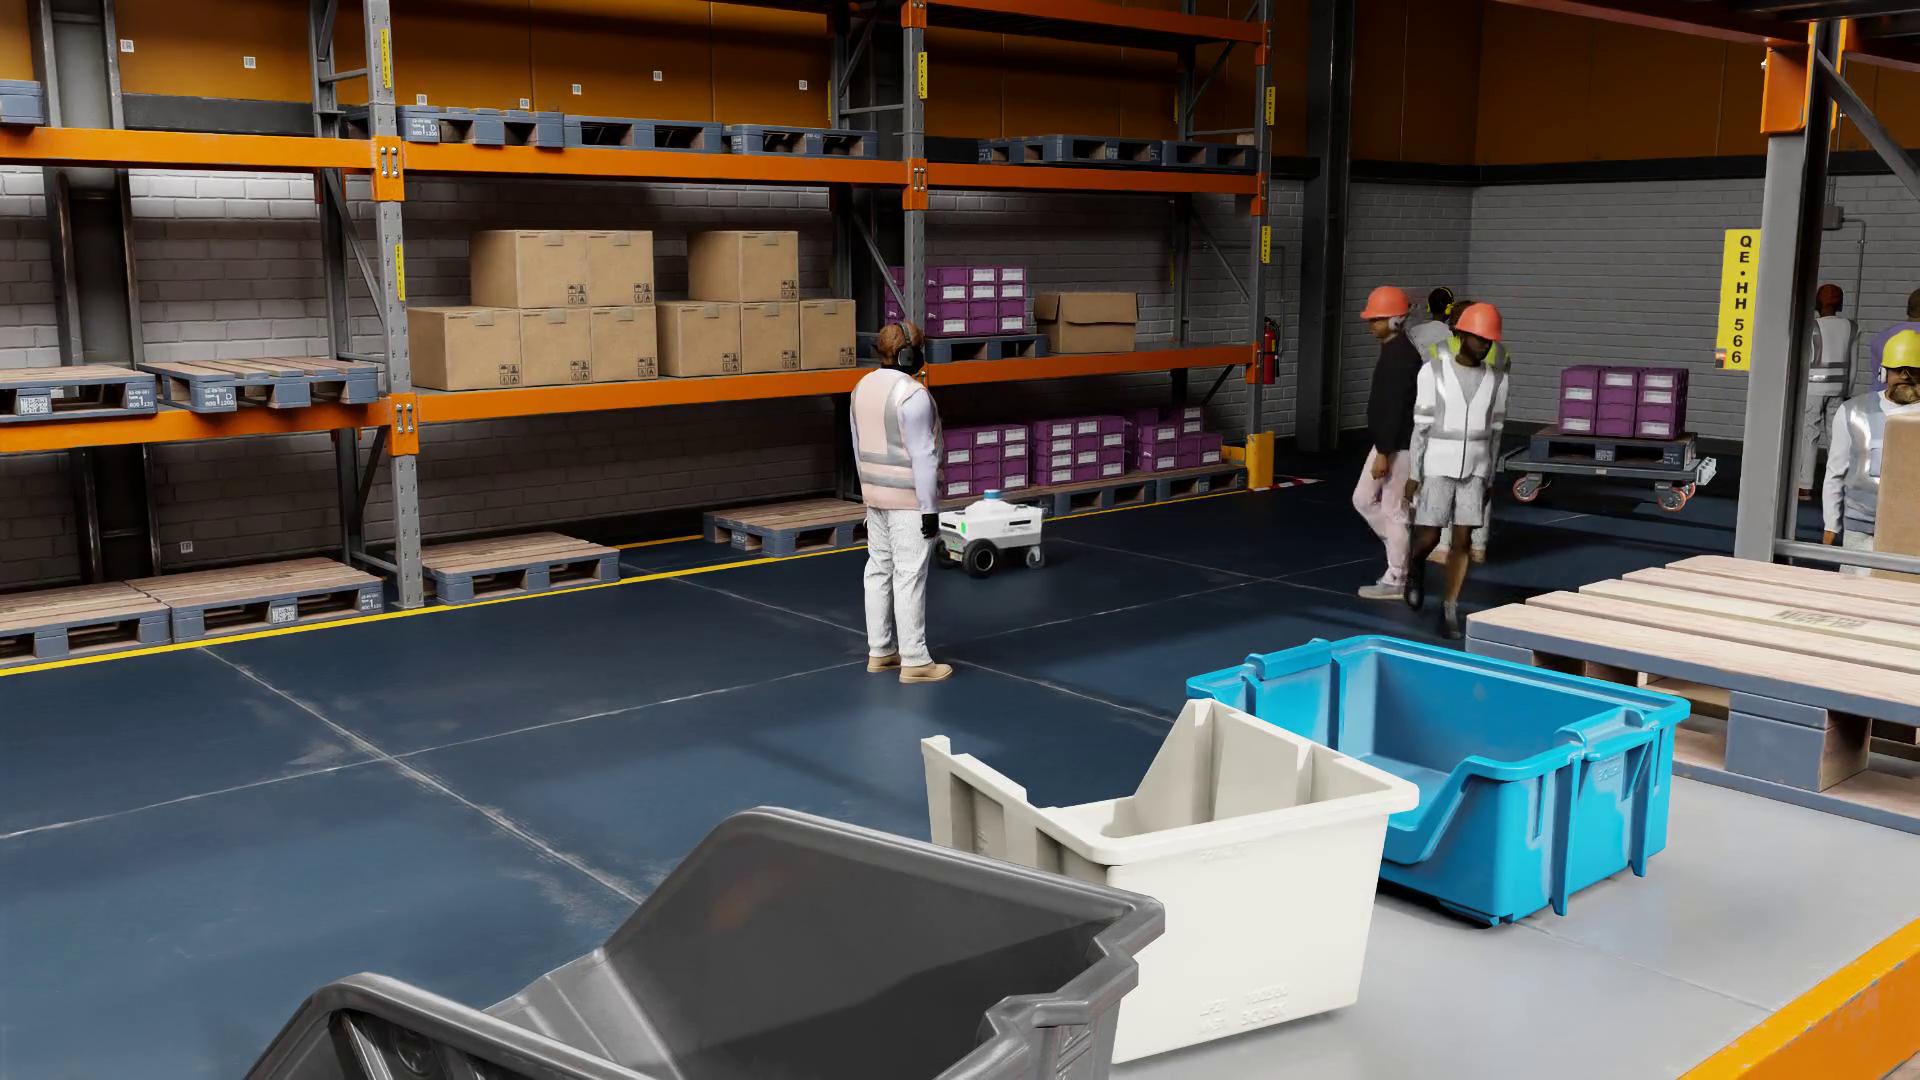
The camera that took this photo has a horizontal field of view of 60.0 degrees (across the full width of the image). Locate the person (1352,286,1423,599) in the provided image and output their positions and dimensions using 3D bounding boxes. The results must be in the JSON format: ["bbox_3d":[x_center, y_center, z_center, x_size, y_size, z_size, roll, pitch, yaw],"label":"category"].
[{"bbox_3d":[2.675,-0.594,10.402,0.449,1.973,0.612,1,10,4],"label":"person"}]

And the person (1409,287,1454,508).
[{"bbox_3d":[4.007,-1.187,14.019,0.536,1.869,0.314,8,13,37],"label":"person"}]

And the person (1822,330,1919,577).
[{"bbox_3d":[4.444,-0.083,7.935,0.601,1.830,0.404,4,11,21],"label":"person"}]

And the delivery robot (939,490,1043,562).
[{"bbox_3d":[0.216,-0.101,11.353,0.707,0.478,0.477,-7,12,-33],"label":"delivery robot"}]

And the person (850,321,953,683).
[{"bbox_3d":[-0.295,-0.195,8.537,0.429,1.847,0.624,-7,13,-36],"label":"person"}]

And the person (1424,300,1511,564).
[{"bbox_3d":[3.502,-0.750,11.648,0.624,1.844,0.430,-1,10,-8],"label":"person"}]

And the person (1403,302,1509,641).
[{"bbox_3d":[2.818,-0.407,9.535,0.580,1.913,0.608,0,10,-1],"label":"person"}]

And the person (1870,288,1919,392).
[{"bbox_3d":[6.839,-0.856,11.996,0.356,1.933,0.627,-5,11,-25],"label":"person"}]

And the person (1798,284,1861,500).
[{"bbox_3d":[7.519,-1.282,14.512,0.573,1.883,0.355,-1,10,-5],"label":"person"}]
